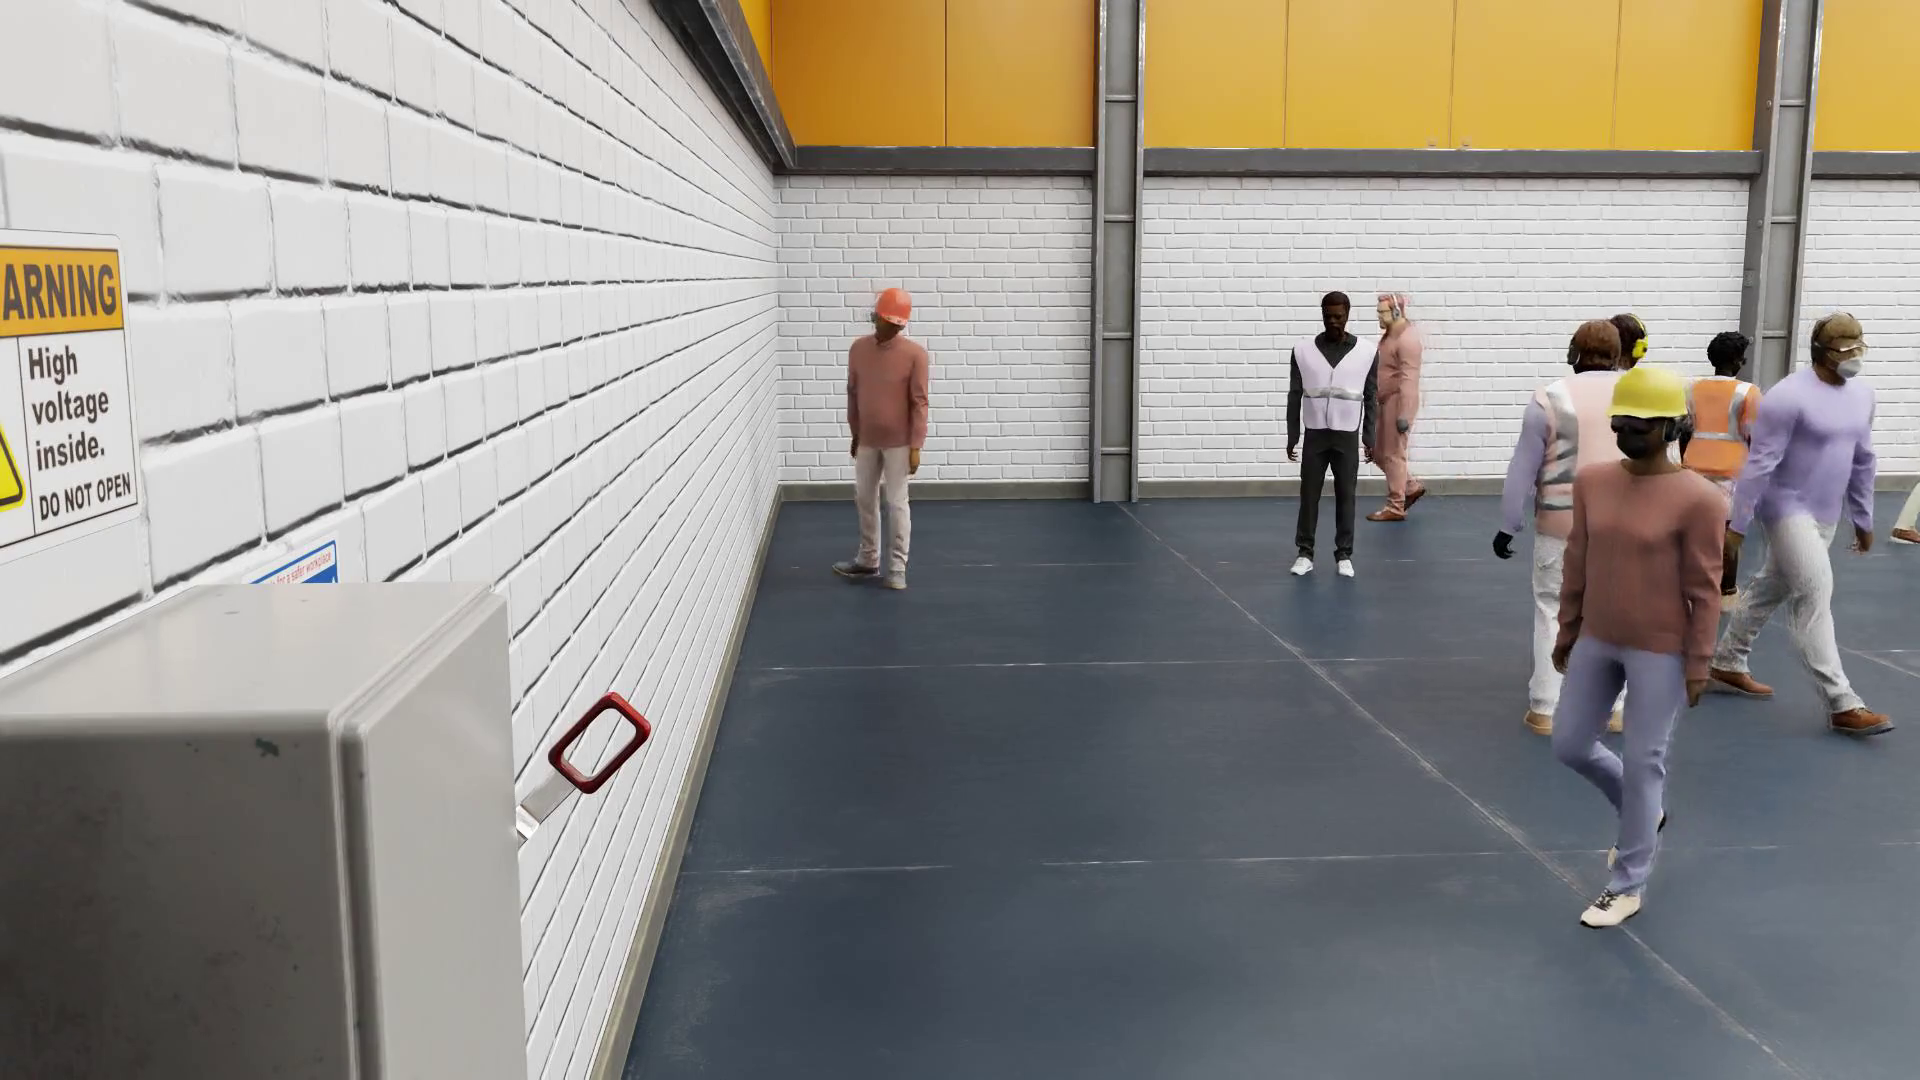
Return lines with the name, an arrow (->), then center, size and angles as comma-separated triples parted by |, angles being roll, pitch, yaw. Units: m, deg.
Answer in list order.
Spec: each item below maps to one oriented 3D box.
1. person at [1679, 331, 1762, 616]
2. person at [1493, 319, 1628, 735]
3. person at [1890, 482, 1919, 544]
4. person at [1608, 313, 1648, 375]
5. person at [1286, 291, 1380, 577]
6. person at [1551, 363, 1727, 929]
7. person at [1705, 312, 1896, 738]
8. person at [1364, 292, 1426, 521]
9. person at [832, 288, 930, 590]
person -> 4.536, -0.398, 9.948 | 0.320, 1.692, 0.531 | -7, 11, -36
person -> 2.726, -0.049, 7.323 | 0.719, 1.830, 0.431 | 0, 9, -2
person -> 7.500, -0.848, 12.403 | 0.970, 1.808, 0.543 | 2, 9, 11
person -> 3.197, -0.211, 8.331 | 0.692, 1.843, 0.569 | -8, 12, -42
person -> 2.501, -0.710, 11.208 | 0.597, 1.915, 0.371 | 2, 9, 15
person -> 2.127, 0.322, 5.207 | 0.460, 1.754, 0.540 | -6, 11, -33
person -> 3.846, -0.093, 7.538 | 0.697, 1.870, 1.065 | -5, 10, -27
person -> 3.558, -1.080, 13.613 | 0.450, 1.884, 0.660 | 0, 9, 1
person -> -0.515, -0.649, 10.743 | 0.763, 1.944, 0.497 | 6, 11, 33
